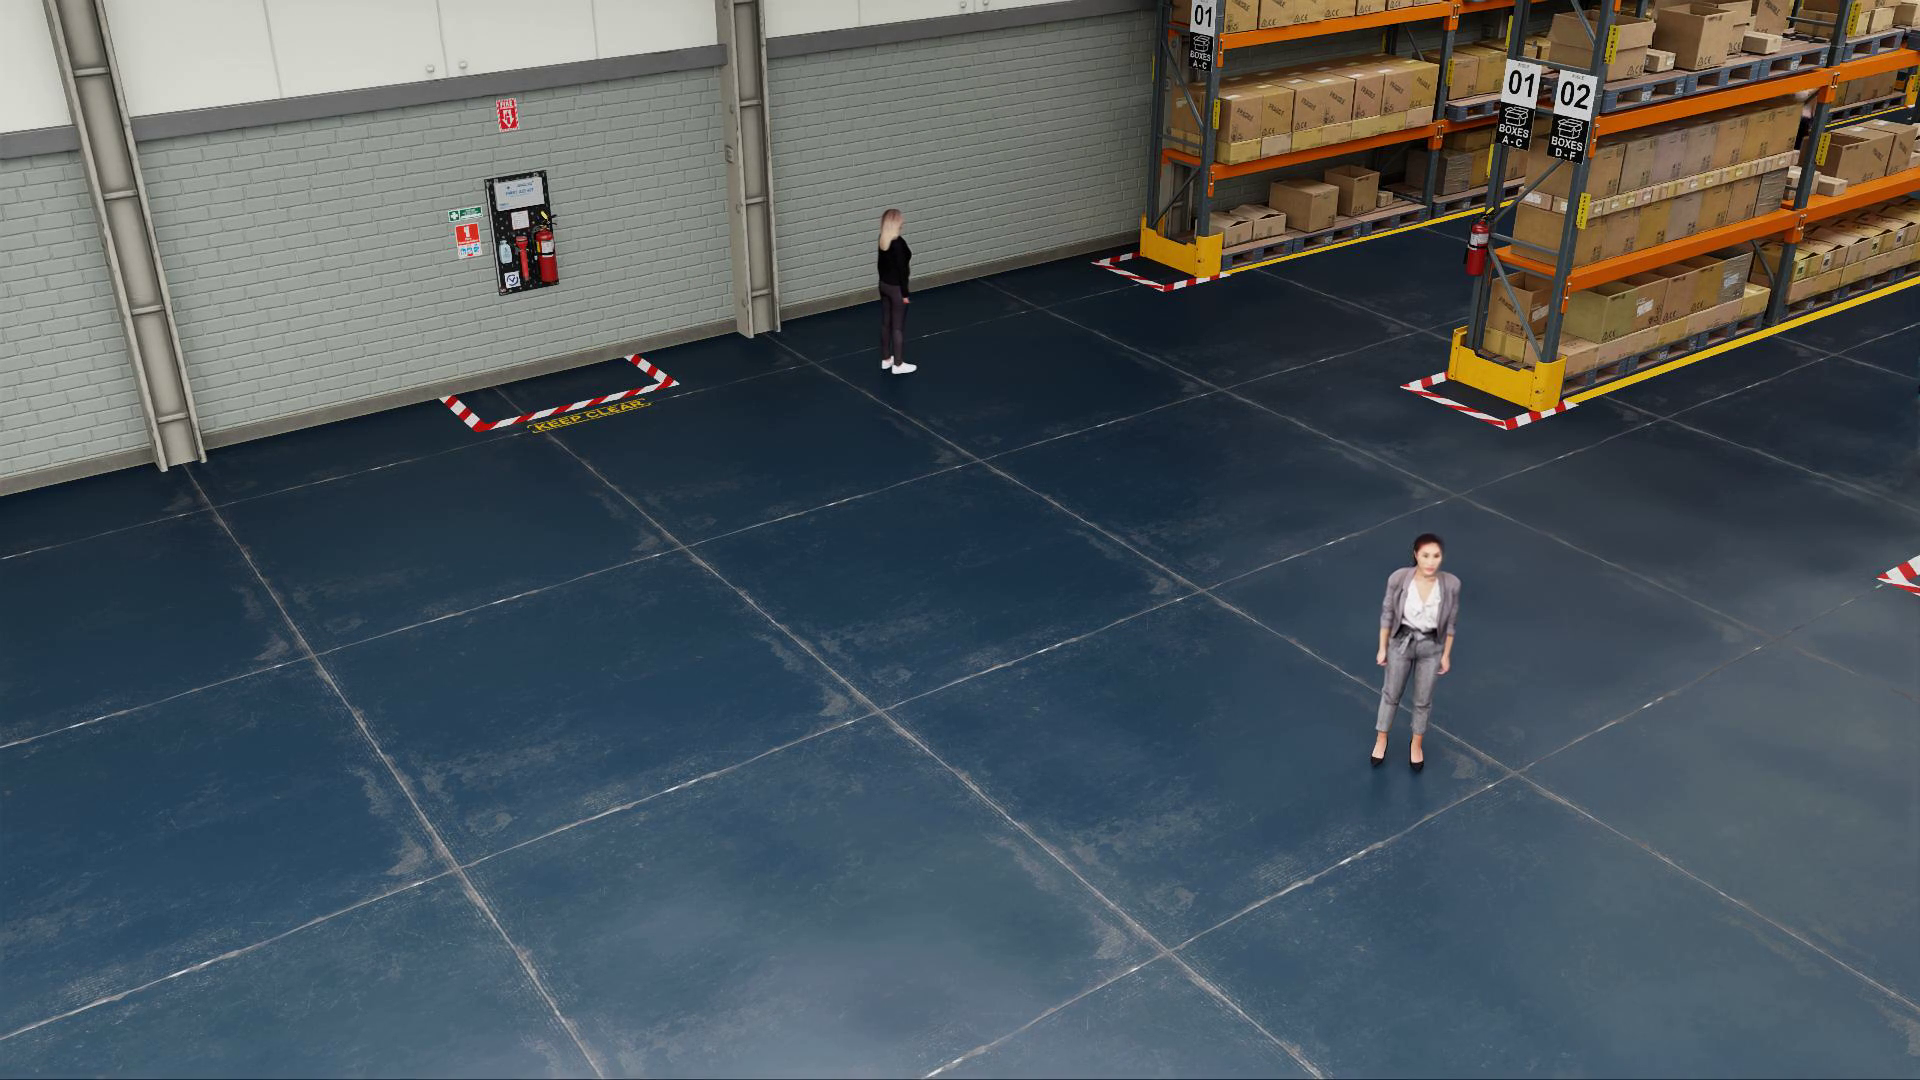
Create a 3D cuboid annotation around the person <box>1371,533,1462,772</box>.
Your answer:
[{"bbox_3d":[2.900,0.706,10.591,0.728,1.678,0.777,7,28,12],"label":"person"}]

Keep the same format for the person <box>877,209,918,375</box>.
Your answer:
[{"bbox_3d":[-0.682,-2.525,16.858,0.533,1.685,0.602,-16,31,-28],"label":"person"}]
